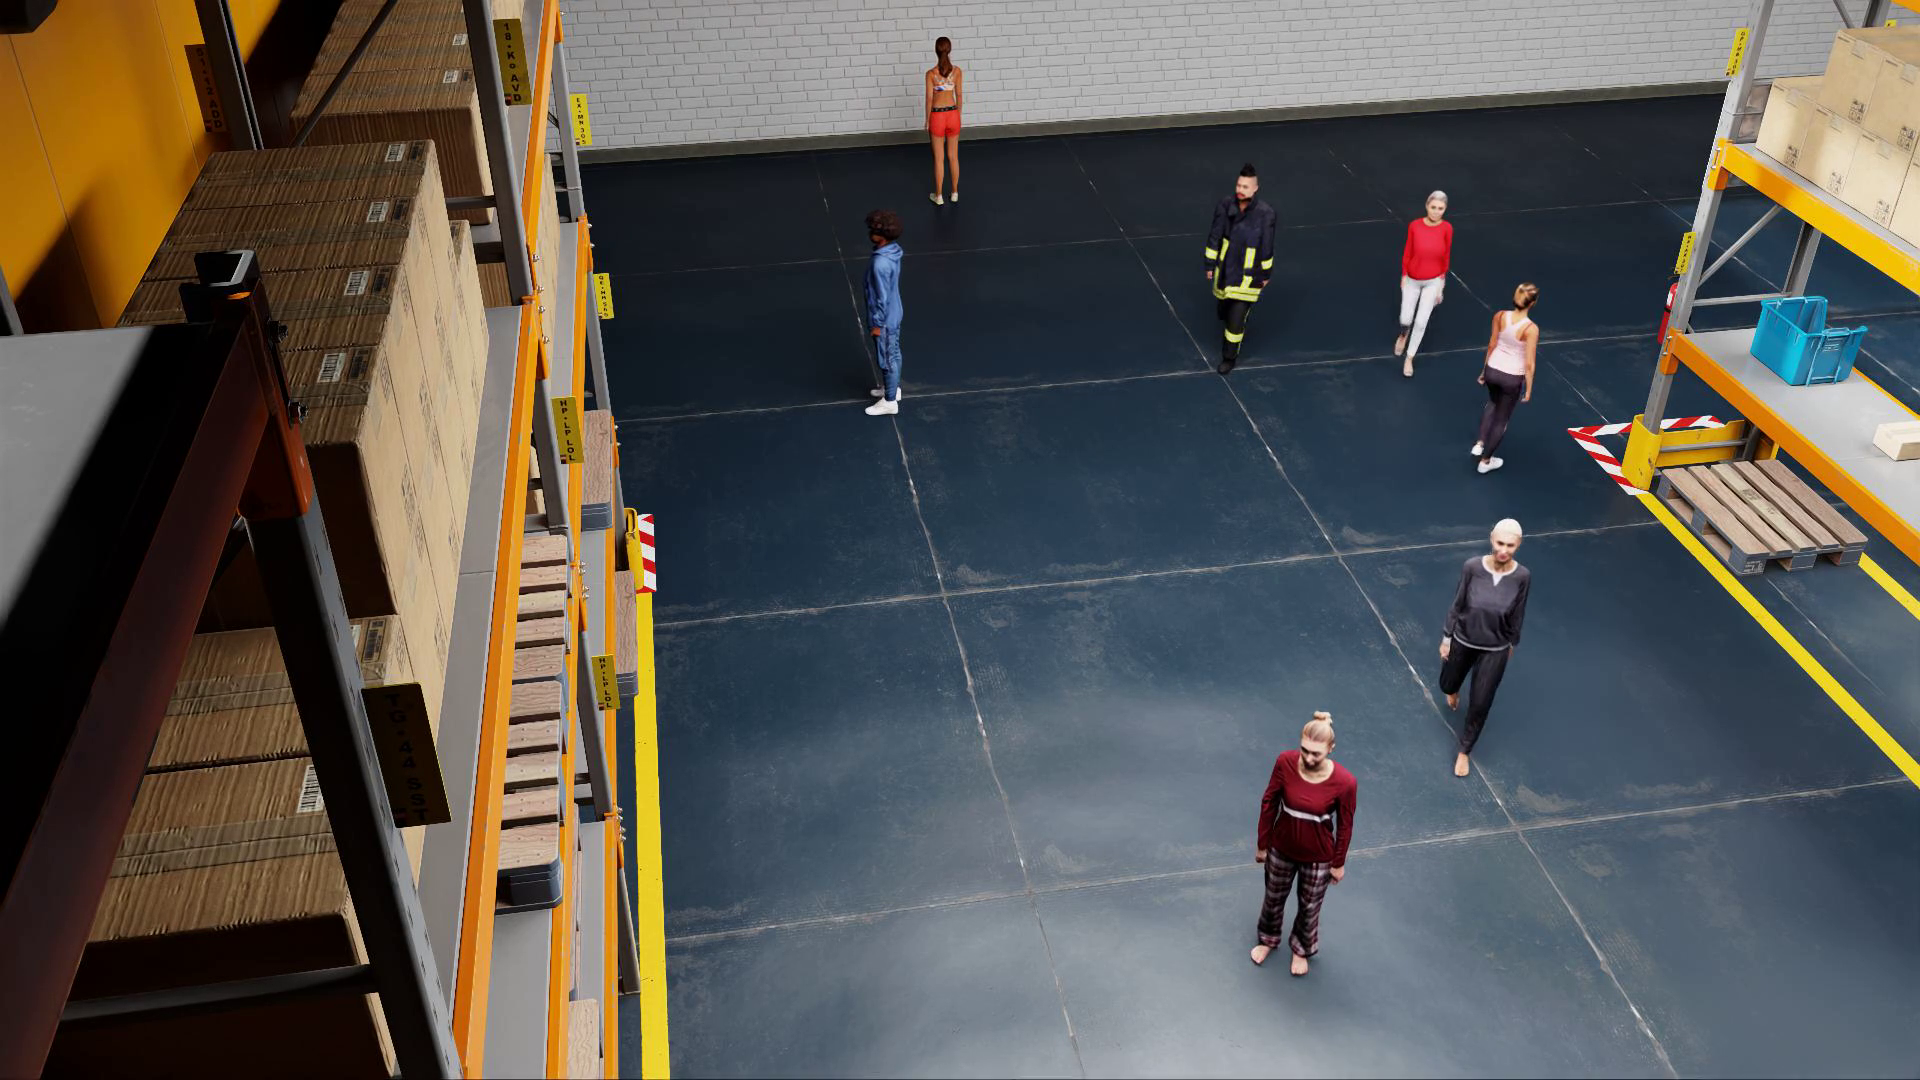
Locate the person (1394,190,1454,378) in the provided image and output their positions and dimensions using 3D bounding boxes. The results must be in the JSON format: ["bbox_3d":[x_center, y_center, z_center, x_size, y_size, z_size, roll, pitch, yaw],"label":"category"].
[{"bbox_3d":[4.053,-2.276,14.562,0.694,1.679,0.811,7,34,11],"label":"person"}]

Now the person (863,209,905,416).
[{"bbox_3d":[-0.627,-1.917,13.902,0.796,1.811,0.622,4,34,5],"label":"person"}]

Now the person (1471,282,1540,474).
[{"bbox_3d":[4.232,-1.262,13.073,0.751,1.637,0.658,-23,40,-30],"label":"person"}]

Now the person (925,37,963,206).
[{"bbox_3d":[-0.167,-4.476,17.770,0.597,1.791,0.603,-10,35,-15],"label":"person"}]

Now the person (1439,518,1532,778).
[{"bbox_3d":[3.200,0.573,10.250,0.908,1.707,1.072,10,35,15],"label":"person"}]

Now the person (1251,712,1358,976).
[{"bbox_3d":[1.793,1.603,8.707,0.691,1.699,0.698,13,36,19],"label":"person"}]

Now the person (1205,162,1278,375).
[{"bbox_3d":[2.498,-2.434,14.666,1.126,1.827,1.215,19,38,26],"label":"person"}]
